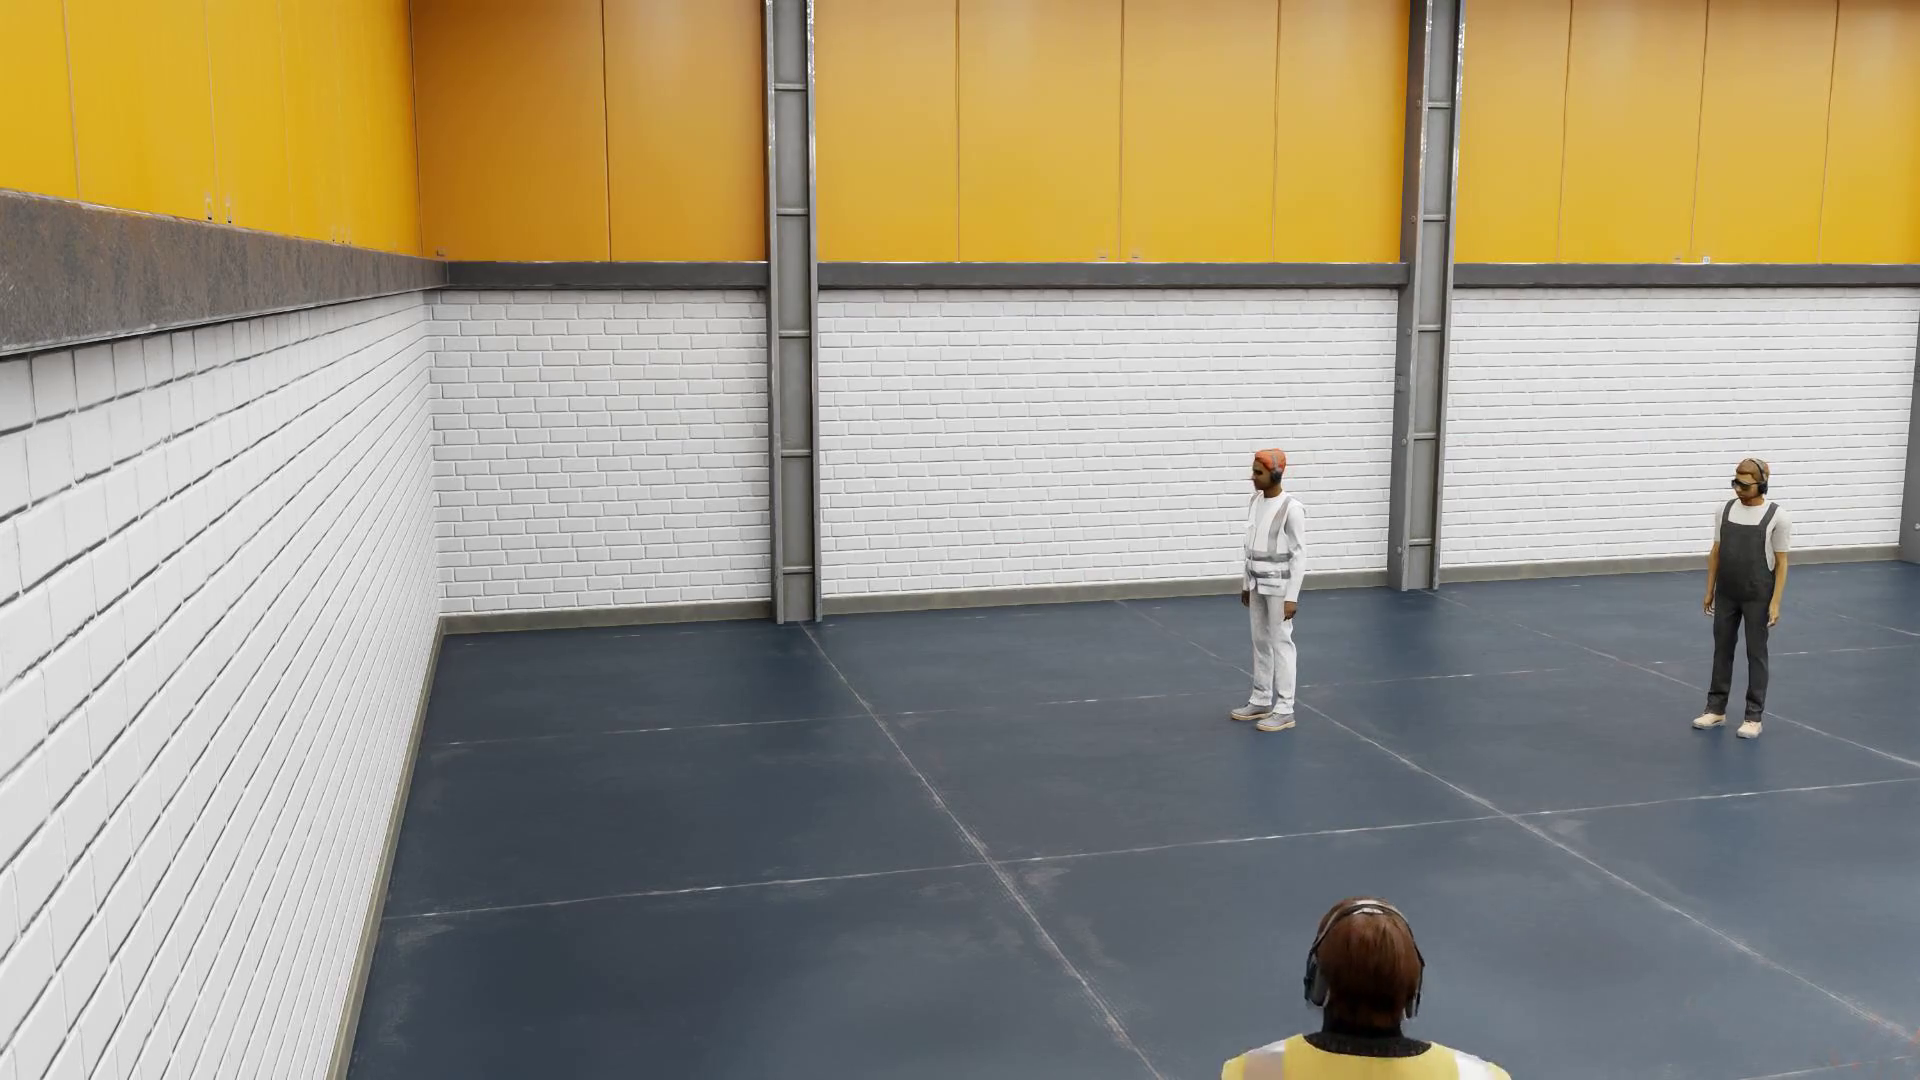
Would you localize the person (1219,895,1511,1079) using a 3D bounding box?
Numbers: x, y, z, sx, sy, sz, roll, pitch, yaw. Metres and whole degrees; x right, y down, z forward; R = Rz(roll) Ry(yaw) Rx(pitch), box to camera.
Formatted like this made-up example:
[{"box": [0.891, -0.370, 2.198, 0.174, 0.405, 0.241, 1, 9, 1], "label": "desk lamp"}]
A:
[{"box": [0.792, 1.591, 3.383, 0.623, 1.820, 0.661, 2, 9, 10], "label": "person"}]

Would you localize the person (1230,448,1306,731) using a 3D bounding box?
[{"box": [2.068, 0.325, 11.081, 0.337, 1.882, 0.584, -4, 10, -23], "label": "person"}]

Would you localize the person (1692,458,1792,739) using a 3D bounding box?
[{"box": [5.139, 0.375, 10.912, 0.343, 1.839, 0.506, -7, 12, -39], "label": "person"}]
